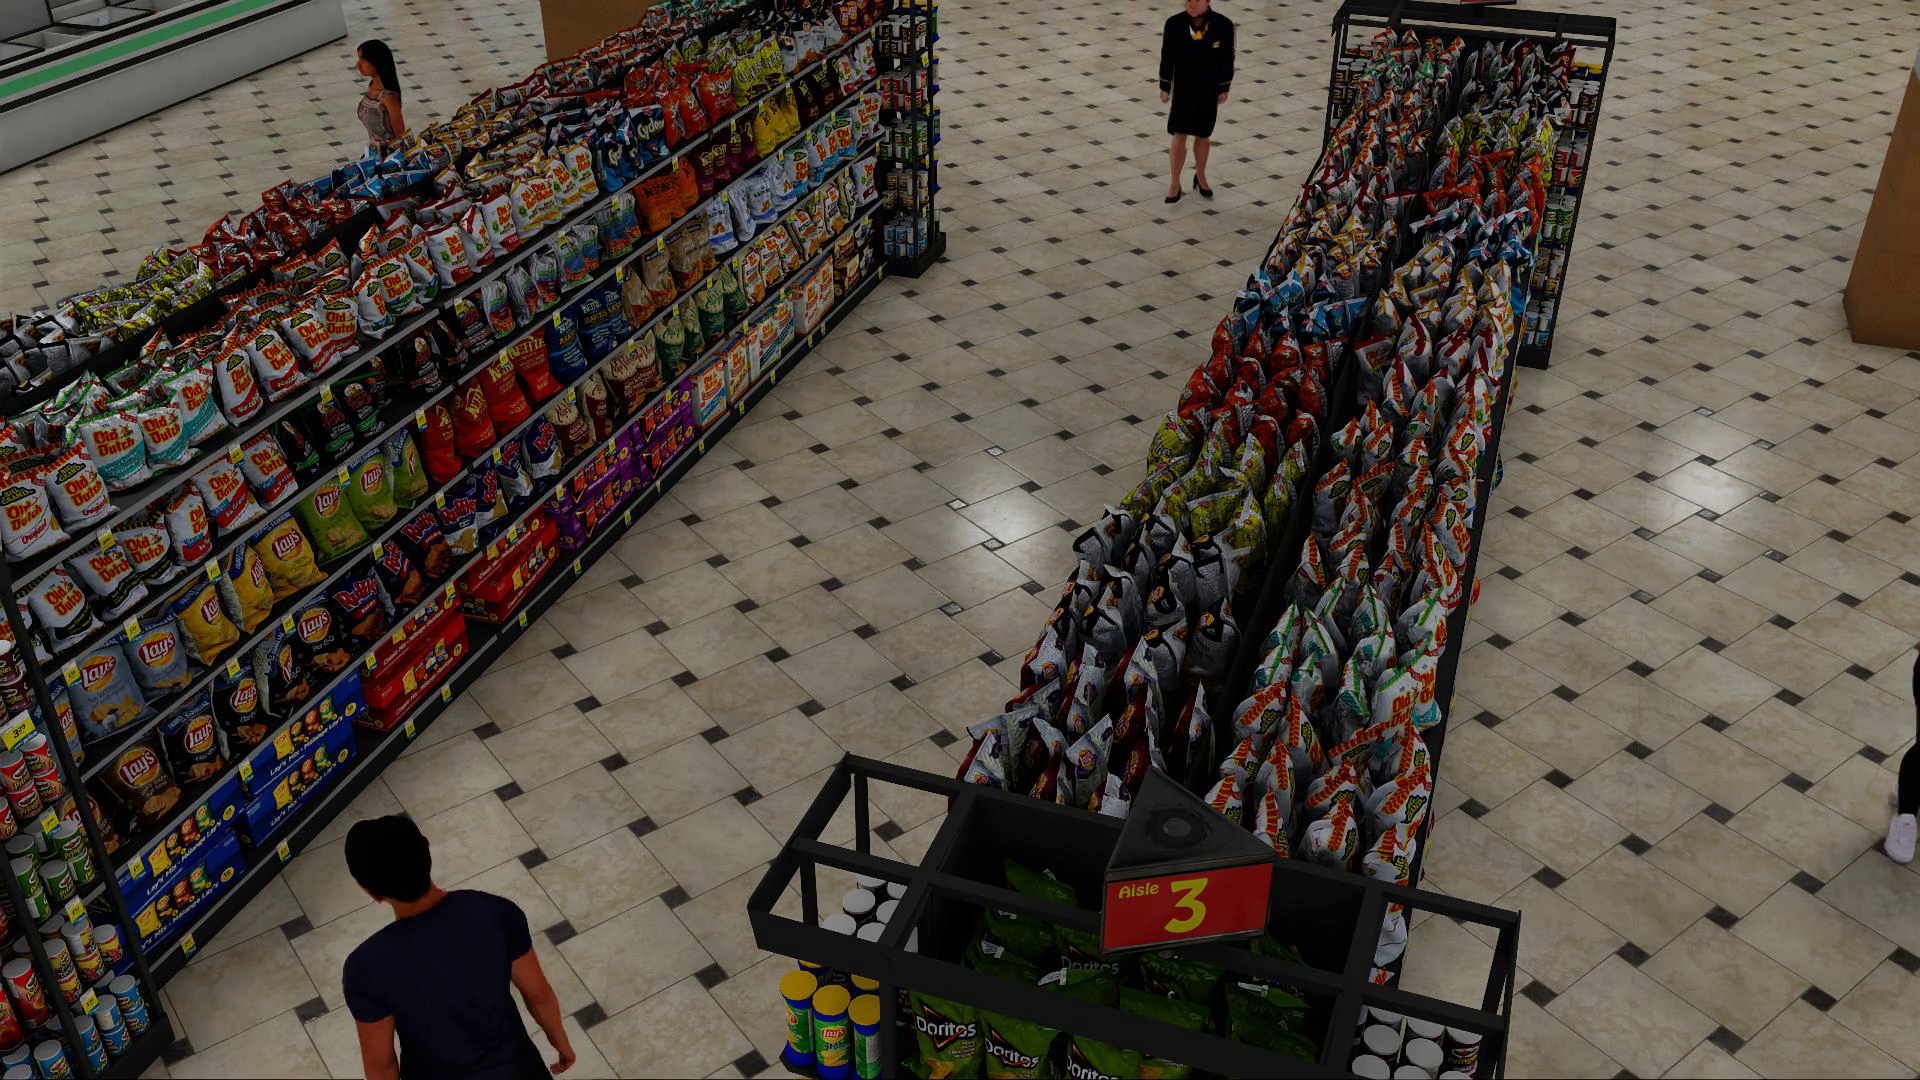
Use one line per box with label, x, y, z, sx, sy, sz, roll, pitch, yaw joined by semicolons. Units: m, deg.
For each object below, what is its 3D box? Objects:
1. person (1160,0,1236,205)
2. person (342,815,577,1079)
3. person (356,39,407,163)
person;1.770;-3.331;12.323;0.763;1.648;0.808;2;32;3
person;-1.280;1.465;4.510;0.841;1.759;0.965;-14;34;-21
person;-3.717;-2.454;10.943;0.723;1.617;0.725;-22;38;-31
